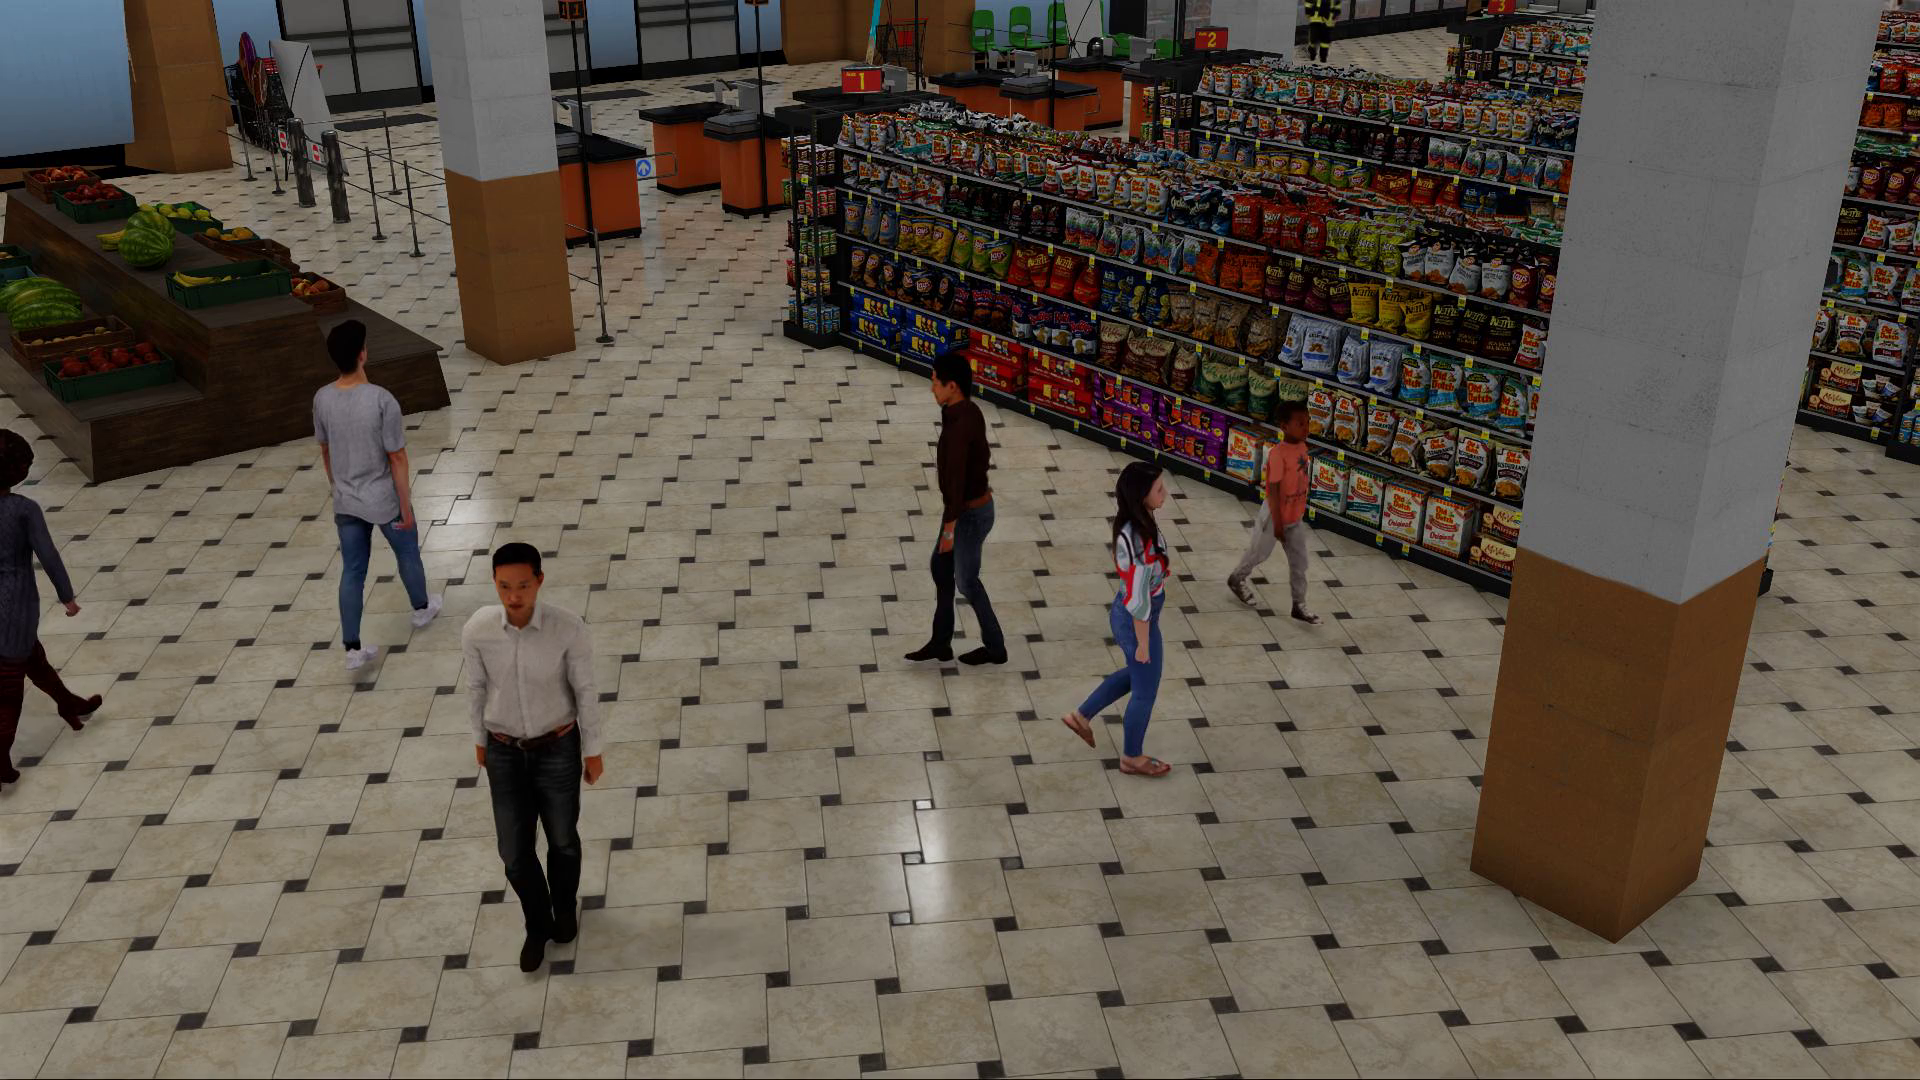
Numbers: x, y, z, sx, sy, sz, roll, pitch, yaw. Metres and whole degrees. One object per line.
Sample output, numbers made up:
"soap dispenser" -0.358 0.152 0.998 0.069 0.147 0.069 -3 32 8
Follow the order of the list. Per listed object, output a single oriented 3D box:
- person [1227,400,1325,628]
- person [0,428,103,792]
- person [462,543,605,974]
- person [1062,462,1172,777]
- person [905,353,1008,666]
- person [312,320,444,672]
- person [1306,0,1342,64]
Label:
"person" 1.772 -0.176 9.452 0.507 1.297 0.908 -17 29 -34
"person" -4.500 0.375 7.742 1.052 1.659 1.091 0 24 0
"person" -1.671 0.789 6.628 0.849 1.794 0.900 -2 24 -4
"person" 0.750 0.382 7.800 0.884 1.600 0.830 1 24 3
"person" 0.038 -0.119 8.766 0.965 1.744 0.910 -1 24 -2
"person" -3.177 -0.193 8.804 1.179 1.848 1.222 3 24 7
"person" 6.720 -9.788 30.735 0.938 1.846 0.994 1 24 2
